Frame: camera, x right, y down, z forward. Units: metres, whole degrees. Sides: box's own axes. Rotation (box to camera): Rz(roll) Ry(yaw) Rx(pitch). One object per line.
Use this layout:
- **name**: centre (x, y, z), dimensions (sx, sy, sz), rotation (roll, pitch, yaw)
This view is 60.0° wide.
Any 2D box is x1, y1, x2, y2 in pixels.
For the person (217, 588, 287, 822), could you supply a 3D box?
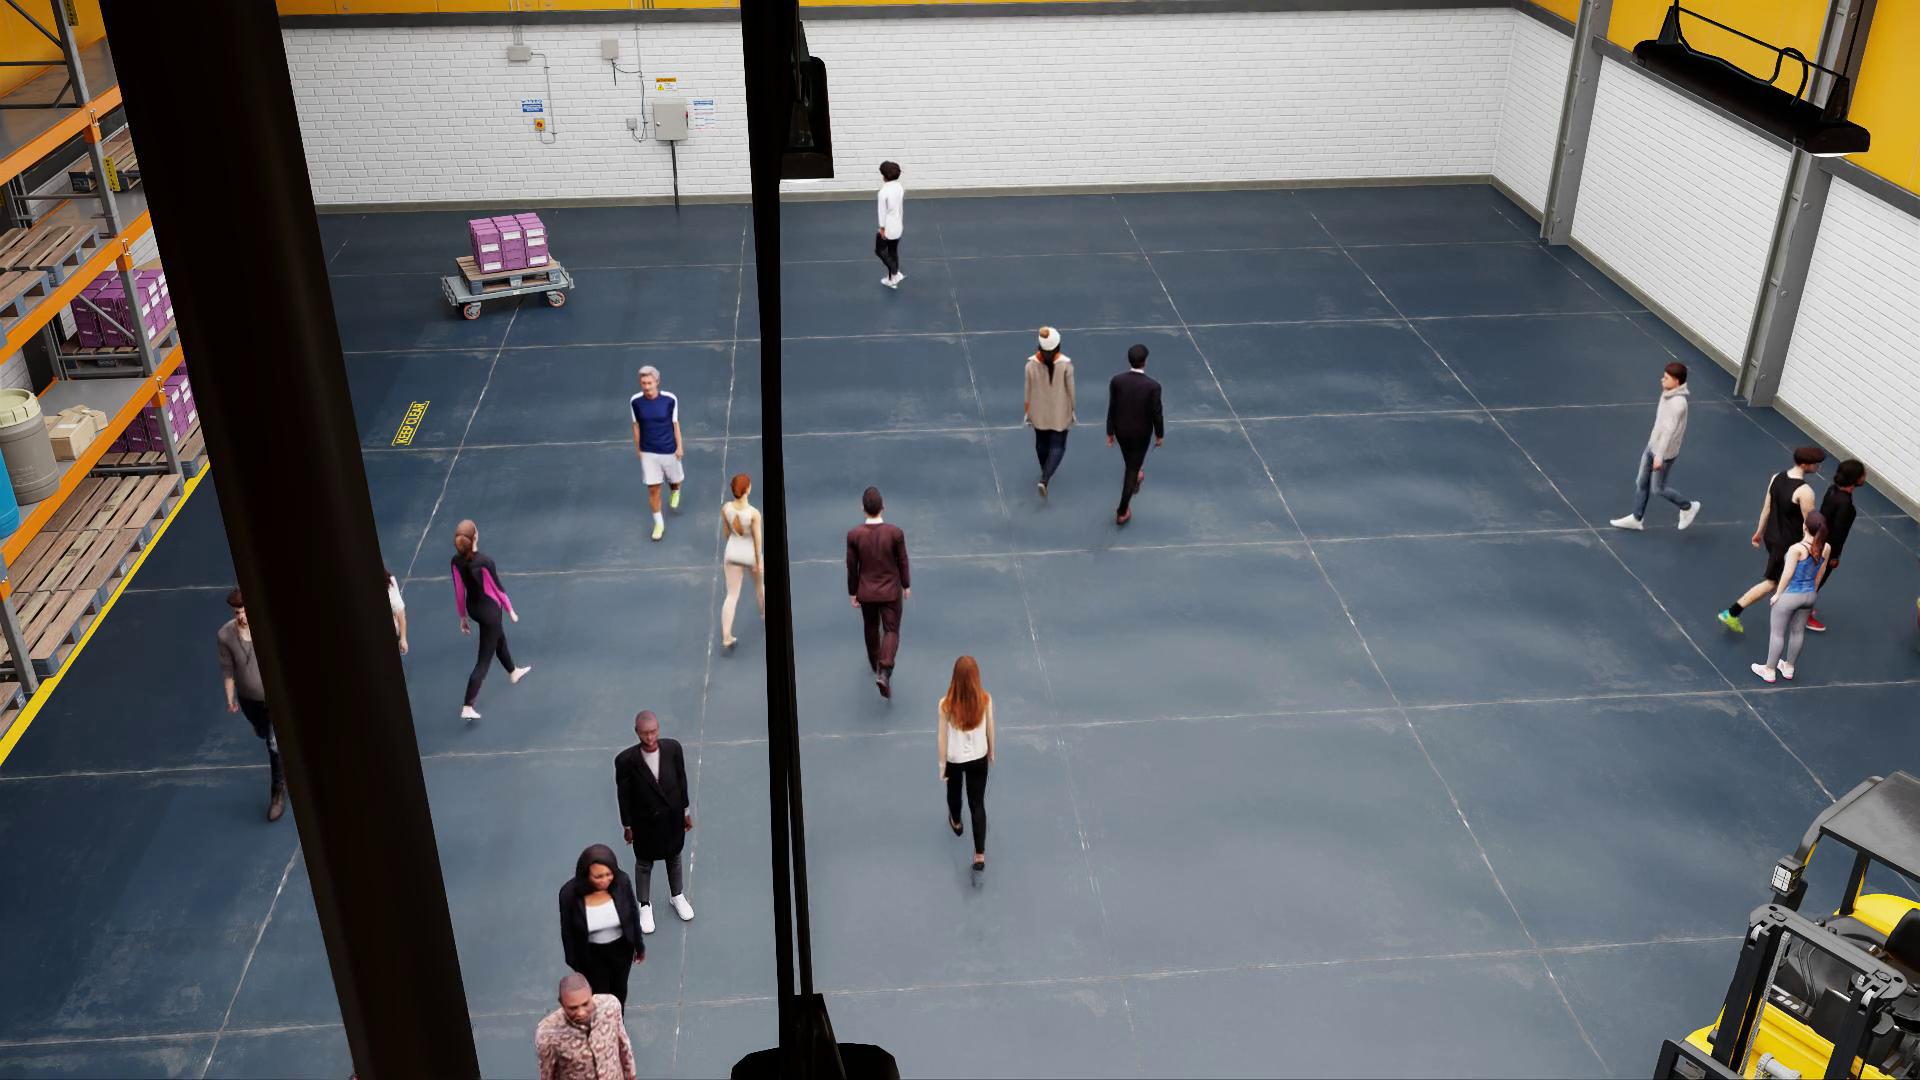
- **person**: centre (-5.360, 1.145, 12.861), dimensions (0.705, 1.866, 1.193), rotation (-1, 29, -2)

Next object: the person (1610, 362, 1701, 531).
- **person**: centre (7.106, -0.881, 16.608), dimensions (0.823, 1.835, 1.008), rotation (2, 29, 4)

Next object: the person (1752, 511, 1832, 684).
- **person**: centre (7.204, 0.484, 14.342), dimensions (0.587, 1.608, 0.553), rotation (-6, 29, -11)

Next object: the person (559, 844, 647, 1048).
- **person**: centre (-2.291, 2.540, 10.583), dimensions (0.765, 1.598, 0.800), rotation (-15, 32, -26)

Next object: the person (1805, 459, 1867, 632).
- **person**: centre (7.868, 0.023, 15.122), dimensions (0.761, 1.671, 0.585), rotation (8, 30, 14)

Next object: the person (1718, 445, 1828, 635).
- **person**: centre (7.323, 0.042, 14.919), dimensions (0.732, 1.832, 1.134), rotation (-5, 29, -9)

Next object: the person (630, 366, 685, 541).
- **person**: centre (-3.013, -0.941, 16.739), dimensions (0.626, 1.814, 0.980), rotation (-2, 29, -4)

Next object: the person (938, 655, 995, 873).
- **person**: centre (0.062, 1.653, 12.113), dimensions (0.653, 1.690, 1.103), rotation (-4, 29, -7)

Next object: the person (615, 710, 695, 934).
- **person**: centre (-2.108, 1.918, 11.554), dimensions (0.723, 1.761, 0.691), rotation (-14, 31, -24)

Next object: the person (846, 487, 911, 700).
- **person**: centre (-0.682, 0.461, 14.141), dimensions (0.809, 1.840, 1.164), rotation (2, 29, 3)

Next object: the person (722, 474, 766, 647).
- **person**: centre (-1.977, 0.199, 14.865), dimensions (0.772, 1.608, 1.108), rotation (7, 29, 12)

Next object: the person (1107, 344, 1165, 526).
- **person**: centre (1.743, -1.035, 16.908), dimensions (1.137, 1.817, 1.347), rotation (12, 31, 21)

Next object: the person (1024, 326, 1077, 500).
- **person**: centre (0.917, -1.336, 17.411), dimensions (1.008, 1.864, 1.224), rotation (10, 30, 18)

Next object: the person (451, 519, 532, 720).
- **person**: centre (-4.015, 0.695, 13.861), dimensions (0.965, 1.698, 1.252), rotation (12, 31, 21)

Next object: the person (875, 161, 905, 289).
- **person**: centre (-0.908, -4.326, 22.961), dimensions (0.878, 1.799, 0.818), rotation (25, 37, 38)

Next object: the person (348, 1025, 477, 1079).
- **person**: centre (-3.577, 2.731, 10.185), dimensions (1.052, 1.644, 1.104), rotation (-20, 34, -32)

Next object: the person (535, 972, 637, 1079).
- **person**: centre (-2.109, 3.083, 9.392), dimensions (0.824, 1.785, 0.822), rotation (-18, 33, -29)
